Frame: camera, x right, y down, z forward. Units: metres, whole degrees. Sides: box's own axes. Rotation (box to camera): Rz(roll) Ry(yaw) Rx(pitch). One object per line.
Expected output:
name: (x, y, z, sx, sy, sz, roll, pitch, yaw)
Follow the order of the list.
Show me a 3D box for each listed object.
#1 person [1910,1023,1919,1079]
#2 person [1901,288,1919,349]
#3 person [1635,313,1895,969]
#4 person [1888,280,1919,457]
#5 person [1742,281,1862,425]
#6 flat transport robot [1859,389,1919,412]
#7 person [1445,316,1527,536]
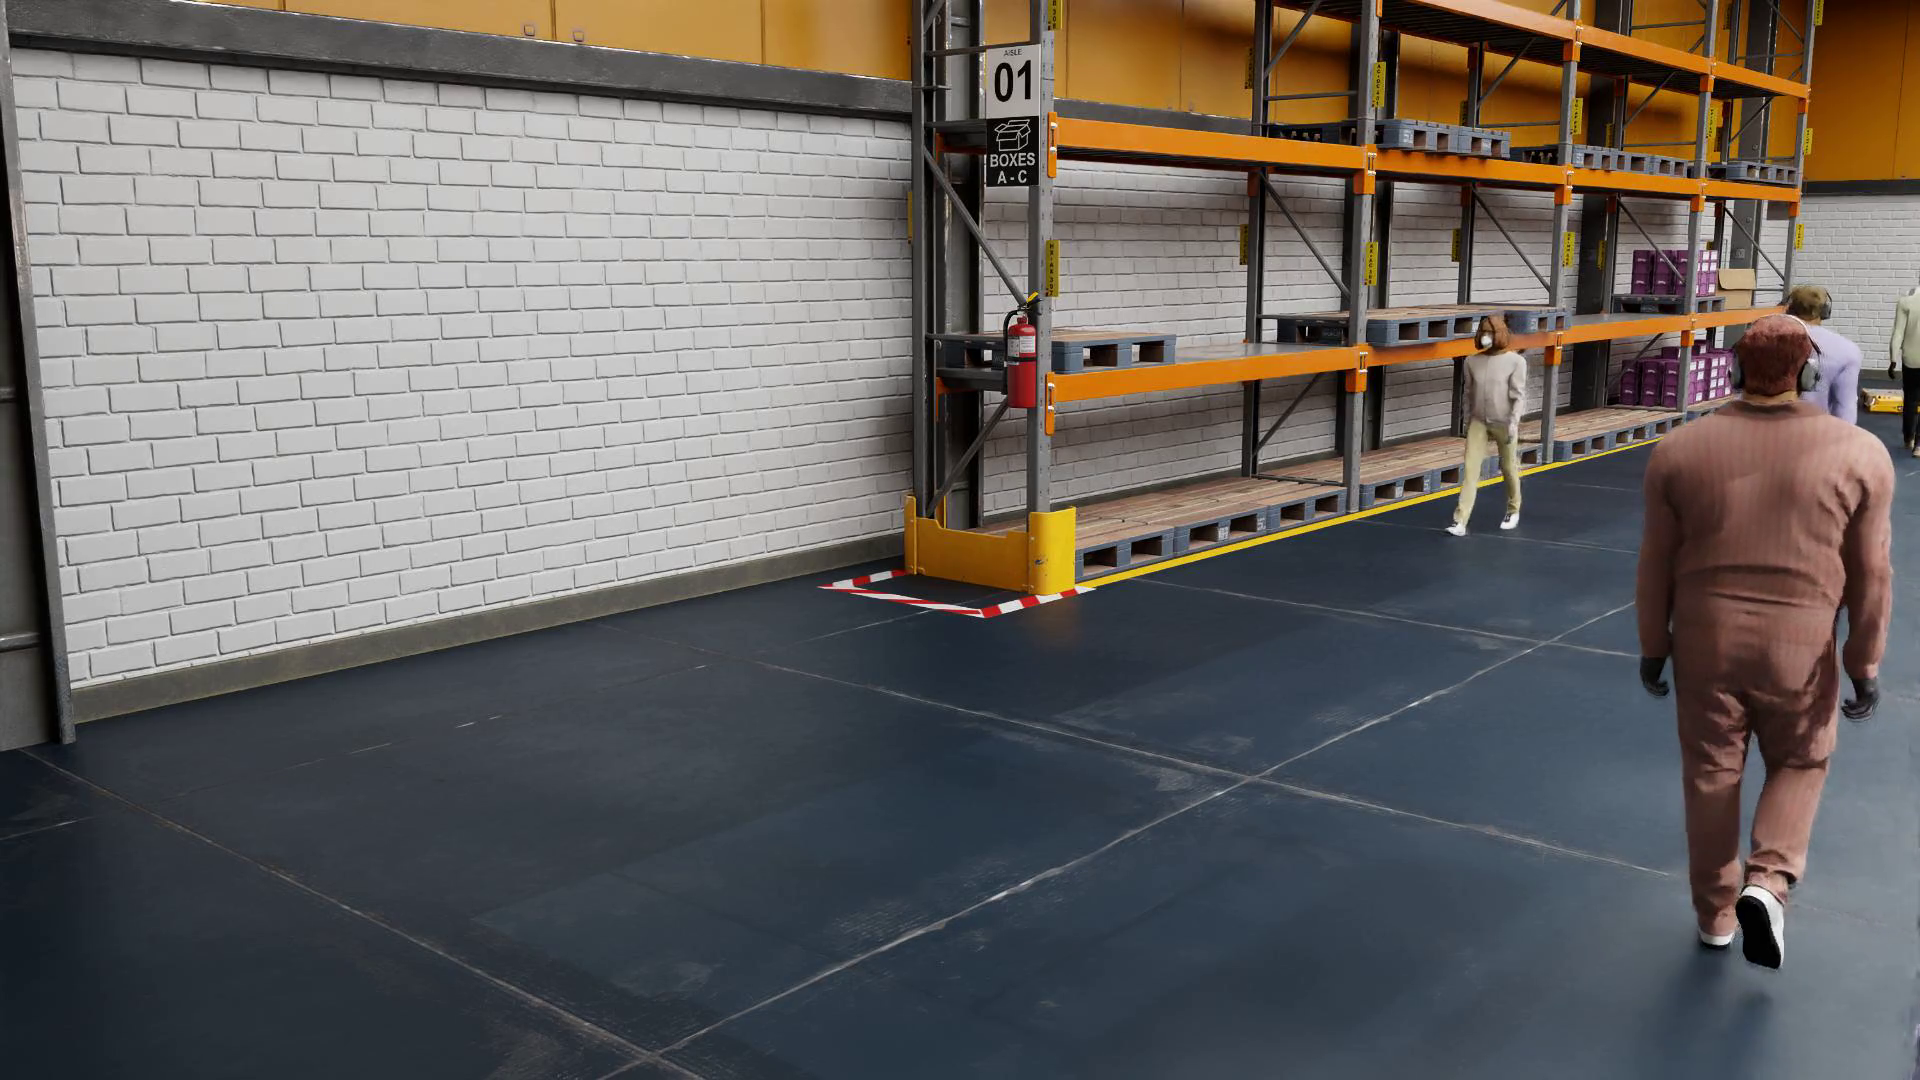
person: (2.197, 0.639, 3.351, 0.909, 1.716, 0.537, -8, 13, -38)
person: (12.875, -2.713, 22.088, 0.945, 1.834, 0.589, -8, 13, -38)
person: (2.269, 0.305, 4.757, 0.665, 1.891, 0.538, 6, 11, 29)
person: (9.749, -1.832, 16.779, 0.649, 1.936, 1.046, 6, 12, 31)
person: (4.837, -0.548, 9.660, 0.626, 1.904, 0.929, 6, 11, 30)
flat transport robot: (11.981, -1.796, 21.344, 0.652, 0.197, 1.431, 4, 11, 23)
person: (3.872, -0.832, 12.098, 0.499, 1.589, 0.869, 8, 13, 39)
